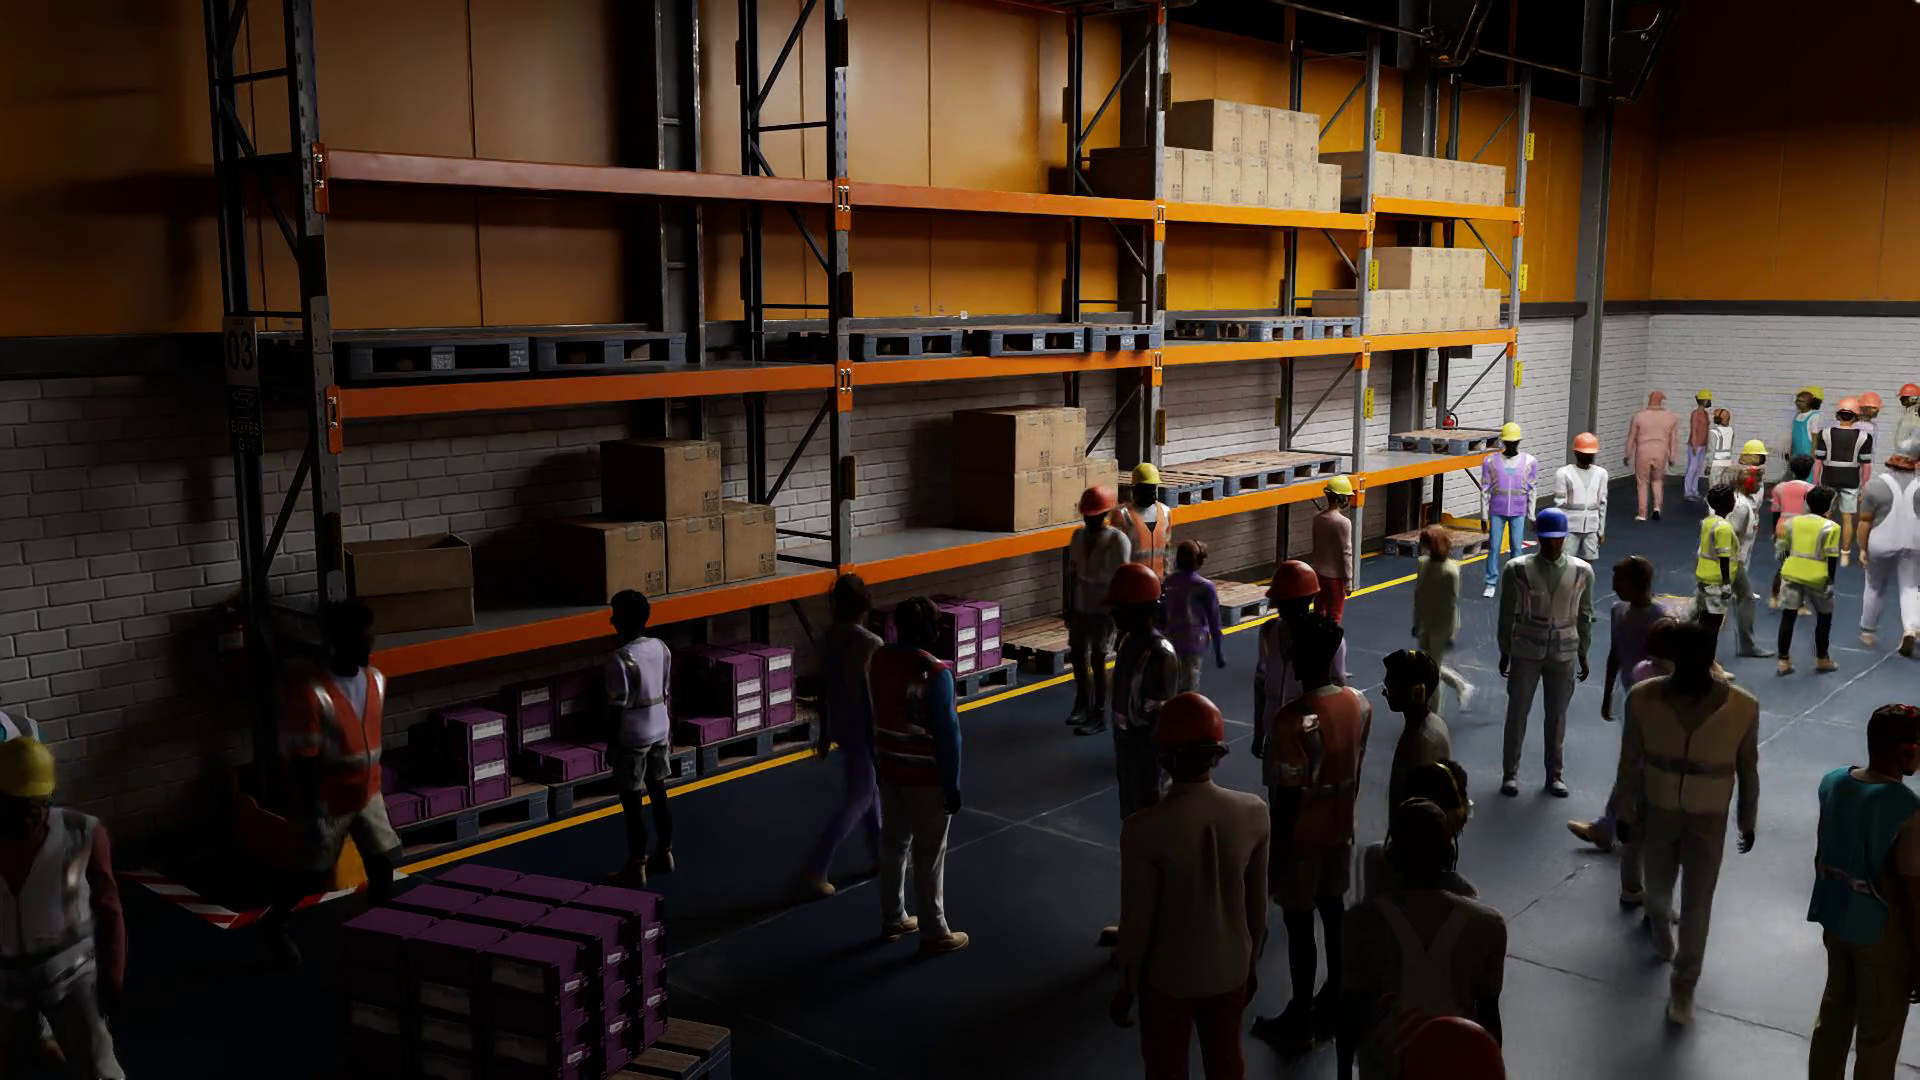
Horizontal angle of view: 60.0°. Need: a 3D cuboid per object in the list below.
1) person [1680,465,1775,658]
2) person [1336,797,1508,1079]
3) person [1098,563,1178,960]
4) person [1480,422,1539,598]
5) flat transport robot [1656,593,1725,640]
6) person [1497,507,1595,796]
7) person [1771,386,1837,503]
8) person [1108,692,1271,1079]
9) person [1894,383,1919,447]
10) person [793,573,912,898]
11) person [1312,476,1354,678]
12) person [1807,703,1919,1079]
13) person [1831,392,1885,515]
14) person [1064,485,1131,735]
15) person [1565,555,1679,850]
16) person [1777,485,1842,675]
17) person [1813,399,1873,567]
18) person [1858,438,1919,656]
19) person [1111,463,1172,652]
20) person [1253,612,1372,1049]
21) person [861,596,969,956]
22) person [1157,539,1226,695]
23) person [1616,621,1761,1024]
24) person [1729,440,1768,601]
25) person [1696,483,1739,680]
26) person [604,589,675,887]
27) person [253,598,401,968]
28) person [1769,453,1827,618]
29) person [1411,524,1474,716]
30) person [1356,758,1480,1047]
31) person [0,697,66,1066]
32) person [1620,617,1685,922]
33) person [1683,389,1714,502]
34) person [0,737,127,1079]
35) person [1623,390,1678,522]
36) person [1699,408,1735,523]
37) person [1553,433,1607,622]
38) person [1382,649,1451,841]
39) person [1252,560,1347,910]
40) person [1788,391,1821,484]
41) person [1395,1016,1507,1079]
[{"bbox_3d":[6.971,0.190,15.217,0.887,1.791,0.593,1,9,9],"label":"person"},{"bbox_3d":[1.432,1.709,5.221,0.503,1.839,0.348,2,9,10],"label":"person"},{"bbox_3d":[0.891,1.121,8.390,0.405,2.035,0.601,-2,9,-12],"label":"person"},{"bbox_3d":[5.936,-0.319,18.003,0.585,1.926,0.378,2,9,13],"label":"person"},{"bbox_3d":[7.173,0.749,16.433,0.652,0.197,1.431,4,10,27],"label":"flat transport robot"},{"bbox_3d":[3.896,0.743,11.084,0.607,1.947,0.406,1,9,9],"label":"person"},{"bbox_3d":[12.808,-1.393,25.141,0.589,1.855,1.056,-7,11,-37],"label":"person"},{"bbox_3d":[0.811,1.521,5.912,0.611,1.996,0.378,-4,10,-24],"label":"person"},{"bbox_3d":[13.465,-1.230,23.663,0.386,1.992,0.622,2,9,15],"label":"person"},{"bbox_3d":[-0.601,1.086,9.364,0.904,1.805,0.515,-8,12,-40],"label":"person"},{"bbox_3d":[3.244,0.316,14.456,0.340,1.760,0.530,-3,9,-21],"label":"person"},{"bbox_3d":[3.483,1.528,6.376,0.389,1.837,0.563,-1,9,-9],"label":"person"},{"bbox_3d":[11.650,-0.933,21.700,0.618,2.017,0.860,-4,10,-26],"label":"person"},{"bbox_3d":[1.036,0.530,12.608,0.585,1.903,0.484,9,12,44],"label":"person"},{"bbox_3d":[4.172,0.977,10.089,0.995,1.786,0.556,-2,9,-15],"label":"person"},{"bbox_3d":[7.443,0.345,14.531,0.733,1.654,0.557,-6,11,-33],"label":"person"},{"bbox_3d":[10.623,-0.686,20.056,0.615,2.029,0.409,5,10,30],"label":"person"},{"bbox_3d":[8.675,0.033,15.365,0.701,2.000,0.837,4,10,26],"label":"person"},{"bbox_3d":[1.528,0.314,13.909,0.587,1.930,0.359,-5,10,-28],"label":"person"},{"bbox_3d":[1.582,1.291,7.487,0.613,1.965,0.361,-8,12,-42],"label":"person"},{"bbox_3d":[-0.214,1.195,8.510,0.429,1.843,0.633,-9,12,-44],"label":"person"},{"bbox_3d":[1.603,0.790,11.948,0.865,1.591,0.522,-7,11,-38],"label":"person"},{"bbox_3d":[3.480,1.265,7.974,0.609,1.879,0.855,4,10,26],"label":"person"},{"bbox_3d":[8.486,-0.210,17.892,0.295,1.744,0.485,8,12,43],"label":"person"},{"bbox_3d":[6.559,0.351,14.408,0.318,1.700,0.534,1,9,8],"label":"person"},{"bbox_3d":[-1.839,1.120,9.485,0.316,1.691,0.535,4,10,24],"label":"person"},{"bbox_3d":[-3.069,1.214,8.103,0.921,1.934,0.599,5,10,28],"label":"person"},{"bbox_3d":[8.549,-0.039,16.944,0.363,1.697,0.553,-5,10,-29],"label":"person"},{"bbox_3d":[3.704,0.662,12.678,0.560,1.614,0.503,-2,9,-15],"label":"person"},{"bbox_3d":[1.551,1.647,5.584,0.409,1.857,0.516,-4,10,-25],"label":"person"},{"bbox_3d":[-4.152,1.422,7.102,0.429,1.831,0.635,5,10,30],"label":"person"},{"bbox_3d":[3.771,1.225,8.970,0.309,1.640,0.511,-1,9,-7],"label":"person"},{"bbox_3d":[11.562,-1.472,25.987,0.336,1.761,0.526,9,12,44],"label":"person"},{"bbox_3d":[-3.376,1.588,6.029,0.680,1.831,0.570,-4,10,-25],"label":"person"},{"bbox_3d":[9.871,-1.195,23.805,0.664,1.887,0.444,1,9,7],"label":"person"},{"bbox_3d":[10.771,-1.047,23.608,0.514,1.645,0.309,-6,11,-33],"label":"person"},{"bbox_3d":[6.240,-0.121,16.737,0.538,1.929,0.382,0,9,-2],"label":"person"},{"bbox_3d":[1.962,1.385,7.244,0.334,1.860,0.509,3,9,17],"label":"person"},{"bbox_3d":[1.820,1.060,9.079,0.373,1.933,0.549,-9,12,-44],"label":"person"},{"bbox_3d":[12.355,-1.261,24.355,0.332,1.843,0.509,-2,9,-11],"label":"person"},{"bbox_3d":[1.174,1.956,4.048,0.888,1.701,0.561,8,12,41],"label":"person"}]
